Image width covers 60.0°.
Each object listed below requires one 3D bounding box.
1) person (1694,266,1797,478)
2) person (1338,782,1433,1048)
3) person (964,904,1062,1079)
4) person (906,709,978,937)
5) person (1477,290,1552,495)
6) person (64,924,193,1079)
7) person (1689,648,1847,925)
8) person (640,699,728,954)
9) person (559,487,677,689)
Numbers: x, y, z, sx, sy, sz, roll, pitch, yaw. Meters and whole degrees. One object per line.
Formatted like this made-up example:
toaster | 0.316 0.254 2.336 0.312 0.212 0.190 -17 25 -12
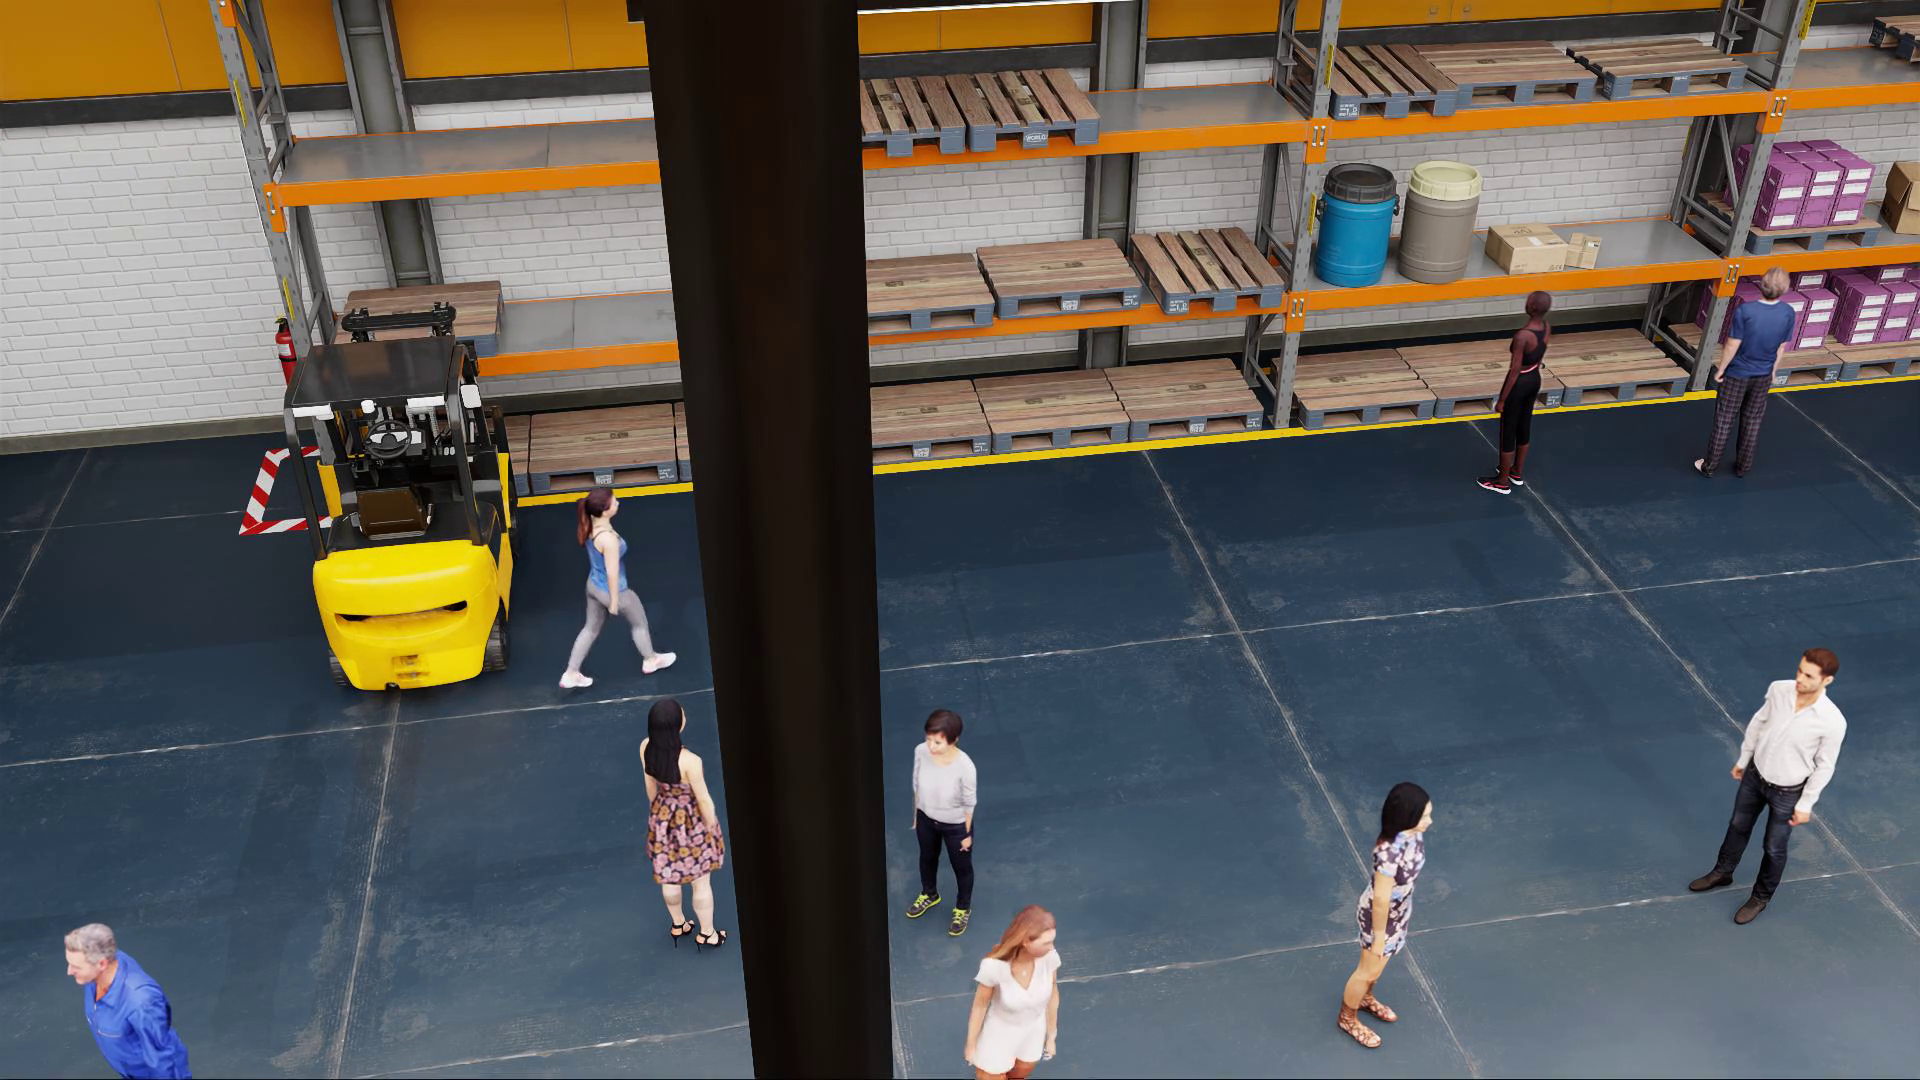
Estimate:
person | 6.438 -1.359 13.574 0.585 1.871 0.775 3 34 5
person | 2.234 1.941 8.732 0.699 1.734 0.649 19 38 26
person | 0.216 2.397 8.103 0.575 1.671 0.761 -6 34 -8
person | -0.079 1.572 9.452 0.605 1.552 0.679 19 38 26
person | 4.537 -1.203 13.441 0.624 1.758 0.734 -24 41 -32
person | -3.808 2.468 7.858 0.778 1.825 0.811 24 41 32
person | 4.651 1.372 9.465 0.667 1.871 0.724 -18 38 -25
person | -1.537 1.590 9.224 0.792 1.774 0.863 16 37 22
person | -2.450 0.358 11.258 1.131 1.575 0.908 -24 41 -32
